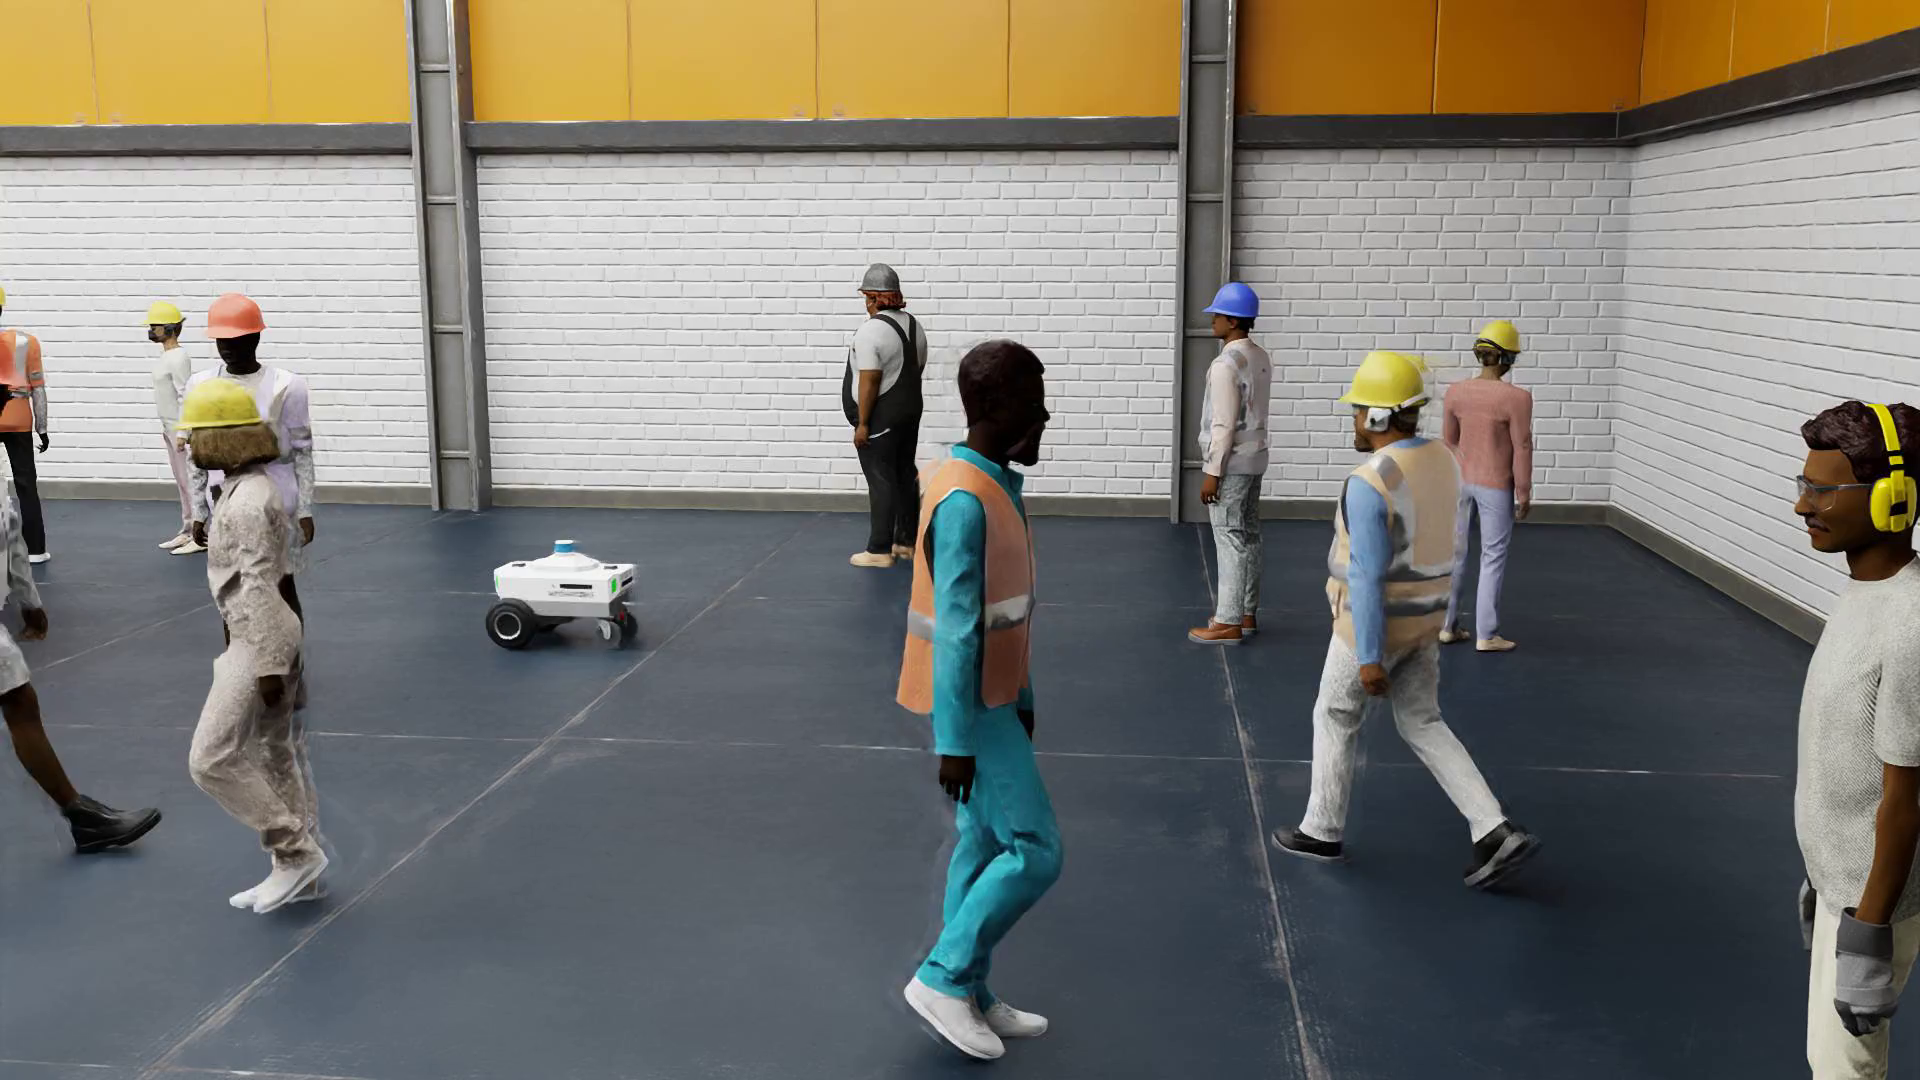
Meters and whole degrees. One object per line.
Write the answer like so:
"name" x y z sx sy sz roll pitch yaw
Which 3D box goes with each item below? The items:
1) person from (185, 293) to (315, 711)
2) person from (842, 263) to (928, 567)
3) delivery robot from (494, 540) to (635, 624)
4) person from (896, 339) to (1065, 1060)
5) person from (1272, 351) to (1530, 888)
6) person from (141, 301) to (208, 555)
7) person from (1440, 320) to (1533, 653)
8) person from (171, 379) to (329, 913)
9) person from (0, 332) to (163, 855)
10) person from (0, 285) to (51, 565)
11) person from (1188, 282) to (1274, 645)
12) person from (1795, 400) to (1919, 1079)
"person" -3.240 -0.154 7.599 0.552 1.932 0.377 -1 10 -7
"person" -0.543 -0.843 11.241 0.536 2.000 0.678 6 12 32
"delivery robot" -2.132 0.244 8.996 0.707 0.478 0.477 1 10 8
"person" 0.075 0.431 4.351 0.463 1.900 0.609 1 10 8
"person" 1.490 0.270 5.561 0.588 1.802 0.826 -9 13 -40
"person" -5.502 -0.781 11.664 0.323 1.769 0.523 -7 12 -34
"person" 2.797 -0.281 8.839 0.344 1.758 0.532 -8 13 -39
"person" -2.262 0.354 5.267 0.391 1.726 0.512 -4 11 -22
"person" -3.408 0.201 5.751 1.038 1.870 0.556 -2 10 -12
"person" -6.433 -0.769 11.139 0.587 1.927 0.369 -6 11 -30
"person" 1.482 -0.407 8.997 0.379 1.951 0.605 6 11 29
"person" 1.661 0.668 3.117 0.334 1.860 0.509 4 11 21
